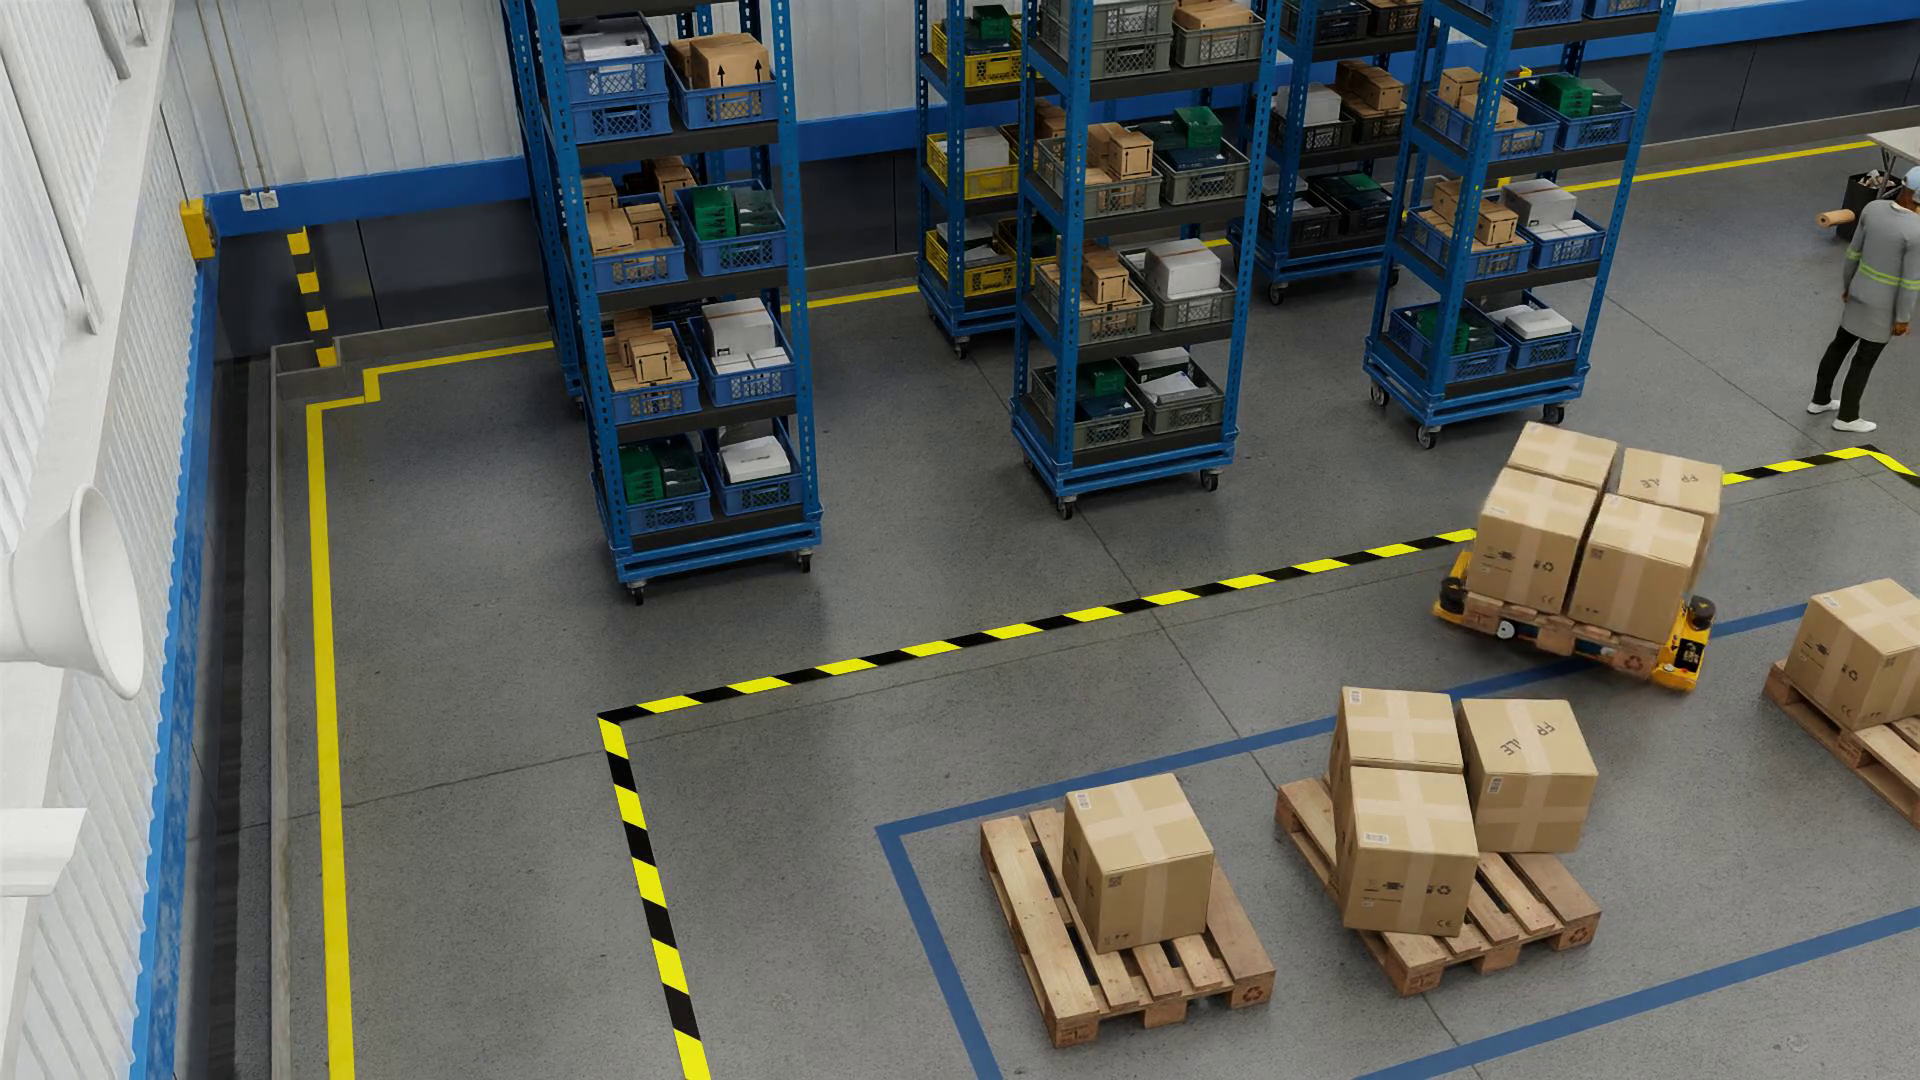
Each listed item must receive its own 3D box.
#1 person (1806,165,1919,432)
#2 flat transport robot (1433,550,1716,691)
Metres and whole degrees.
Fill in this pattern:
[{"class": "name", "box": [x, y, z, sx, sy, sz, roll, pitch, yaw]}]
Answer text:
[{"class": "person", "box": [6.045, -1.587, 10.936, 0.396, 1.848, 0.587, -9, 36, -12]}, {"class": "flat transport robot", "box": [3.500, 0.390, 9.478, 1.431, 0.197, 0.652, 17, 39, 22]}]
